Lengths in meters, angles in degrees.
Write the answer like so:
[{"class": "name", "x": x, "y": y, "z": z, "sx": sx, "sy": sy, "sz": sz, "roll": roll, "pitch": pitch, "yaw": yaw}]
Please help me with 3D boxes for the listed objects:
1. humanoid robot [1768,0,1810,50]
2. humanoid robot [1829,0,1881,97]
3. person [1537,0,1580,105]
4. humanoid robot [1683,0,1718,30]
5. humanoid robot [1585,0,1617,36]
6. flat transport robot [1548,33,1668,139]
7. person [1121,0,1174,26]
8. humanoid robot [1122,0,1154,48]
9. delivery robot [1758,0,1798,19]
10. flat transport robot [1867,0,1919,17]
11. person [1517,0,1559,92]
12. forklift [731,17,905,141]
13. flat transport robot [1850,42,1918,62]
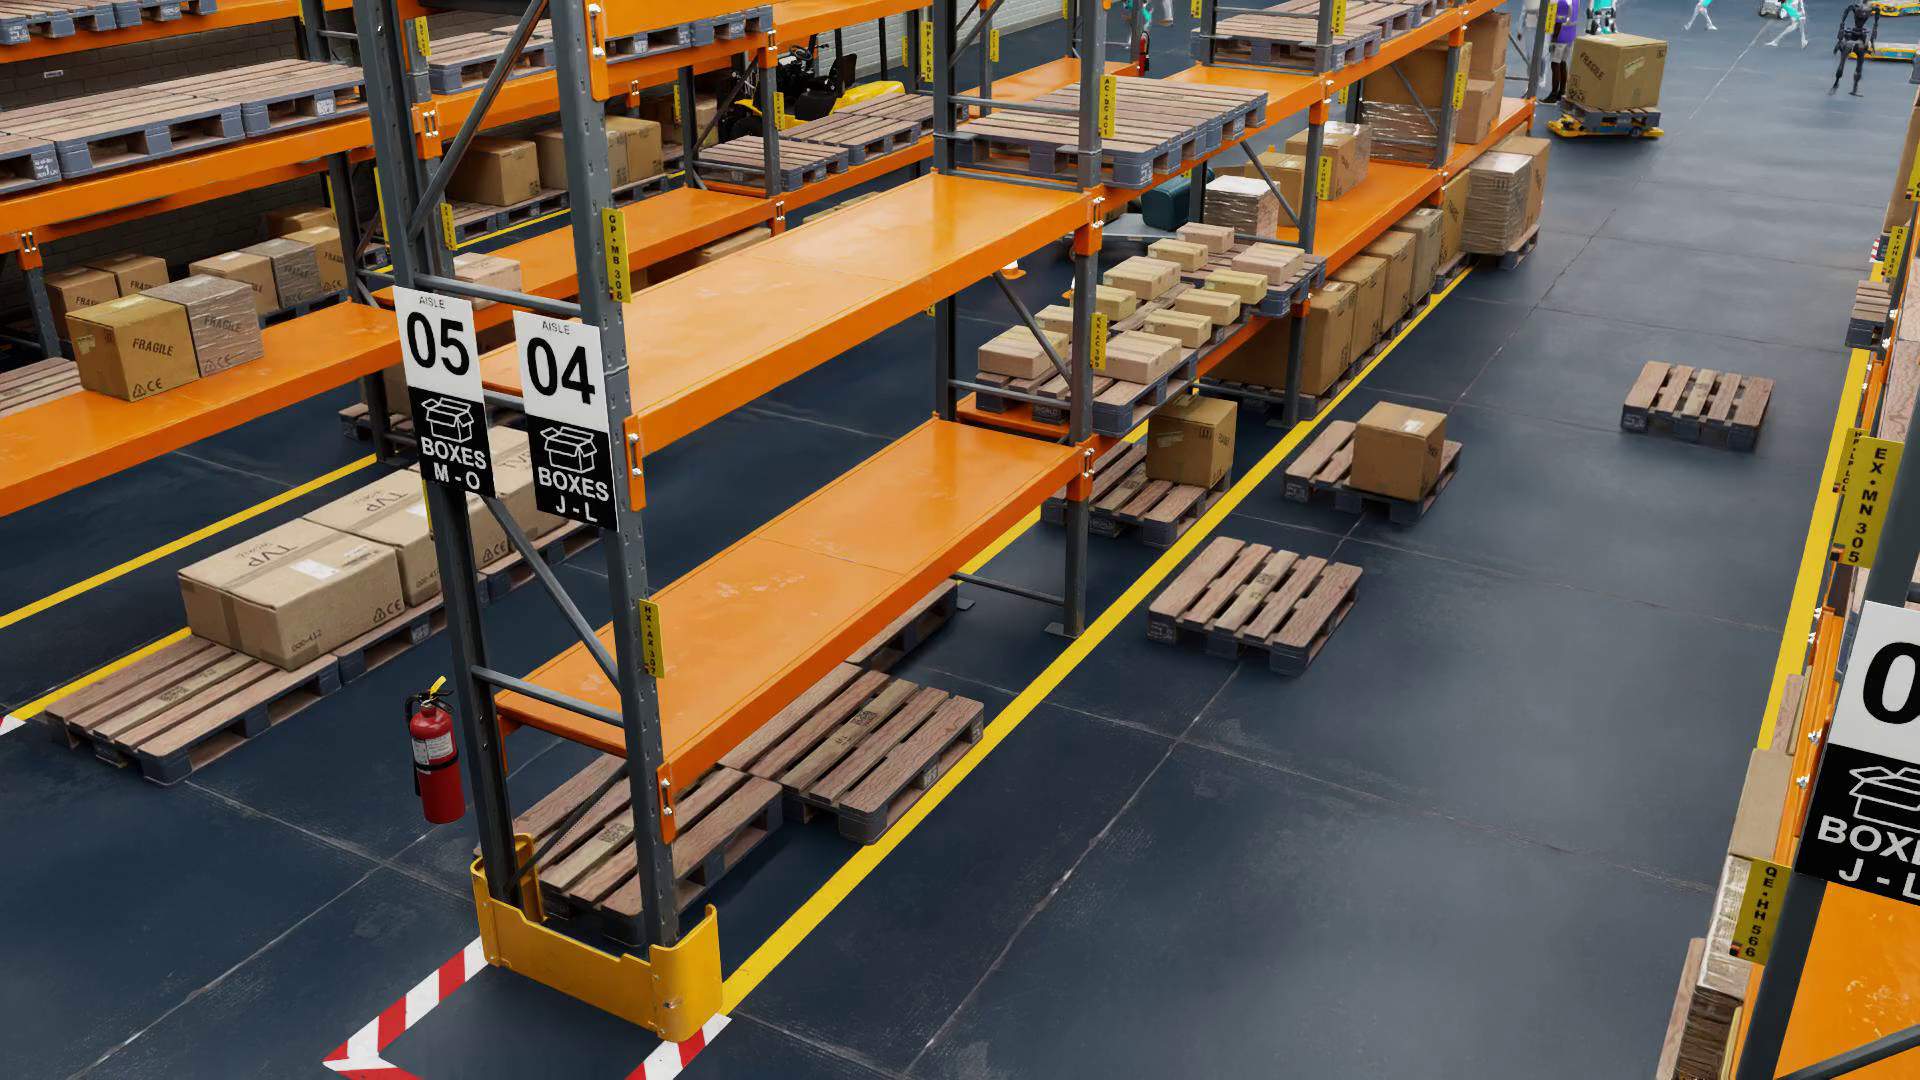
[{"class": "humanoid robot", "x": 15.081, "y": -9.709, "z": 29.866, "sx": 0.549, "sy": 1.775, "sz": 0.960, "roll": -21, "pitch": 32, "yaw": -36}, {"class": "humanoid robot", "x": 13.895, "y": -7.738, "z": 25.802, "sx": 0.589, "sy": 1.665, "sz": 0.375, "roll": 5, "pitch": 26, "yaw": 9}, {"class": "person", "x": 9.111, "y": -7.596, "z": 25.188, "sx": 0.371, "sy": 1.958, "sz": 0.596, "roll": 19, "pitch": 31, "yaw": 34}, {"class": "humanoid robot", "x": 14.242, "y": -10.570, "z": 31.682, "sx": 0.864, "sy": 1.837, "sz": 0.559, "roll": 3, "pitch": 26, "yaw": 6}, {"class": "humanoid robot", "x": 10.276, "y": -8.086, "z": 26.433, "sx": 0.532, "sy": 1.762, "sz": 0.756, "roll": -8, "pitch": 27, "yaw": -16}, {"class": "flat transport robot", "x": 9.136, "y": -5.868, "z": 23.535, "sx": 1.431, "sy": 0.231, "sz": 0.659, "roll": 0, "pitch": 26, "yaw": 0}, {"class": "person", "x": 3.705, "y": -10.914, "z": 32.183, "sx": 1.060, "sy": 1.875, "sz": 0.664, "roll": 3, "pitch": 26, "yaw": 6}, {"class": "humanoid robot", "x": 3.223, "y": -9.699, "z": 29.764, "sx": 0.530, "sy": 1.761, "sz": 0.700, "roll": 21, "pitch": 33, "yaw": 37}, {"class": "delivery robot", "x": 16.458, "y": -10.759, "z": 33.369, "sx": 0.770, "sy": 0.595, "sz": 0.499, "roll": -16, "pitch": 30, "yaw": -29}, {"class": "flat transport robot", "x": 19.113, "y": -10.840, "z": 33.866, "sx": 1.431, "sy": 0.231, "sz": 0.659, "roll": -13, "pitch": 28, "yaw": -24}, {"class": "person", "x": 9.080, "y": -8.013, "z": 26.122, "sx": 0.600, "sy": 1.894, "sz": 0.450, "roll": 14, "pitch": 29, "yaw": 26}, {"class": "forklift", "x": -1.819, "y": -5.975, "z": 21.543, "sx": 2.313, "sy": 2.155, "sz": 1.214, "roll": 14, "pitch": 29, "yaw": 26}, {"class": "flat transport robot", "x": 16.348, "y": -8.504, "z": 29.013, "sx": 1.431, "sy": 0.231, "sz": 0.659, "roll": 11, "pitch": 28, "yaw": 21}]
